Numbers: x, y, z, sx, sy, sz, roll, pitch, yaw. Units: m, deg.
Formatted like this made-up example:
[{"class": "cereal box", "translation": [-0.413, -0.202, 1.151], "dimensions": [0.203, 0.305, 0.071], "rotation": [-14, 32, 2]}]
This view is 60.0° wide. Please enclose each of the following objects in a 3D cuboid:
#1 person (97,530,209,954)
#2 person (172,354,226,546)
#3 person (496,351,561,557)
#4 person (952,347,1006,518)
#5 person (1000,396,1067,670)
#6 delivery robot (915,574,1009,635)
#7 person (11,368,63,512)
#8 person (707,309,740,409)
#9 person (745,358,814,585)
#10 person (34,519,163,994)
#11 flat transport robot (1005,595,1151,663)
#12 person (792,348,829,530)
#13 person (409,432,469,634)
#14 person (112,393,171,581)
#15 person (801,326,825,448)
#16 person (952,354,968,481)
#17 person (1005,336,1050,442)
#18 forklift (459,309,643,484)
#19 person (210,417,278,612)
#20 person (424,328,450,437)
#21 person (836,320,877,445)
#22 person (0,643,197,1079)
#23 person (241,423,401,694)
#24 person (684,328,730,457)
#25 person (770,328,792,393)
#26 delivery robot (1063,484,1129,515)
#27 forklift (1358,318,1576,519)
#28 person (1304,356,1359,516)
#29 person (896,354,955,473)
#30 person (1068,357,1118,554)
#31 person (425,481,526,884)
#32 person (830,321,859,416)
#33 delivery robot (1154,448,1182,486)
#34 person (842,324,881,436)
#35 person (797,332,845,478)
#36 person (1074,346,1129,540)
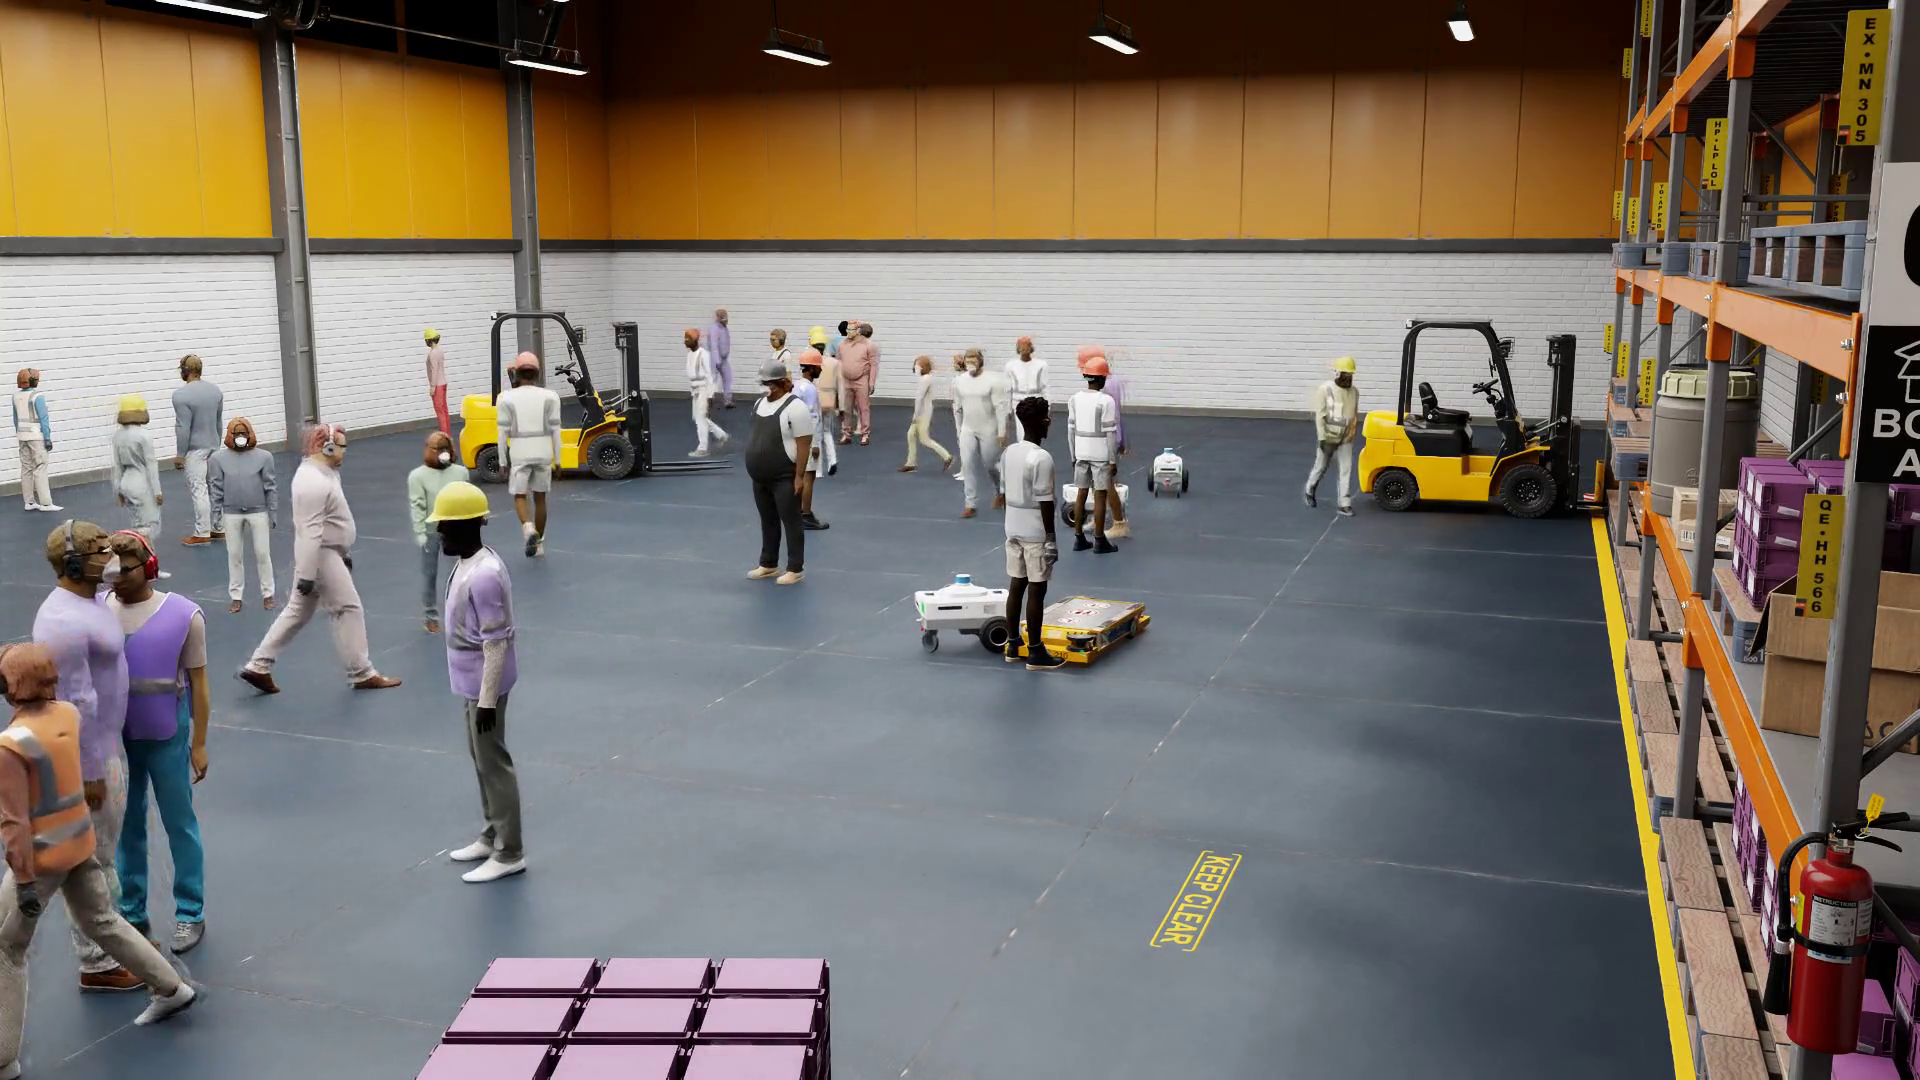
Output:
[{"class": "person", "translation": [-3.495, 0.858, 7.152], "dimensions": [0.563, 1.841, 0.390], "rotation": [0, 10, 2]}, {"class": "person", "translation": [-7.697, -0.907, 16.816], "dimensions": [0.373, 1.940, 0.628], "rotation": [3, 10, 14]}, {"class": "person", "translation": [-4.114, -0.793, 15.958], "dimensions": [0.600, 2.018, 0.647], "rotation": [-4, 11, -19]}, {"class": "person", "translation": [0.259, -1.230, 18.737], "dimensions": [0.676, 1.902, 0.902], "rotation": [5, 11, 24]}, {"class": "person", "translation": [0.517, -0.055, 11.936], "dimensions": [0.366, 1.966, 0.607], "rotation": [-6, 12, -29]}, {"class": "delivery robot", "translation": [0.023, 0.502, 12.514], "dimensions": [0.707, 0.478, 0.477], "rotation": [-1, 10, -8]}, {"class": "person", "translation": [-10.541, -1.134, 18.928], "dimensions": [0.514, 1.642, 0.310], "rotation": [5, 11, 24]}, {"class": "person", "translation": [-4.421, -3.316, 30.609], "dimensions": [0.836, 1.862, 0.666], "rotation": [3, 11, 18]}, {"class": "person", "translation": [-1.670, -0.620, 14.912], "dimensions": [0.688, 2.000, 0.536], "rotation": [9, 14, 42]}, {"class": "person", "translation": [-3.509, 0.880, 6.802], "dimensions": [0.418, 1.939, 0.638], "rotation": [-4, 11, -22]}, {"class": "flat transport robot", "translation": [0.920, 0.661, 12.682], "dimensions": [0.652, 0.197, 1.431], "rotation": [5, 11, 24]}, {"class": "person", "translation": [-1.599, -1.078, 17.791], "dimensions": [0.378, 1.932, 0.551], "rotation": [-4, 11, -23]}, {"class": "person", "translation": [-3.966, -0.025, 12.820], "dimensions": [0.506, 1.598, 0.815], "rotation": [-8, 13, -37]}, {"class": "person", "translation": [-7.369, -0.445, 14.807], "dimensions": [0.492, 1.724, 0.615], "rotation": [6, 12, 30]}, {"class": "person", "translation": [-2.159, -2.295, 24.959], "dimensions": [0.403, 1.822, 0.588], "rotation": [3, 10, 15]}, {"class": "person", "translation": [0.047, -1.588, 21.491], "dimensions": [0.311, 1.639, 0.521], "rotation": [-1, 10, -4]}, {"class": "person", "translation": [0.883, -1.751, 21.827], "dimensions": [0.589, 1.853, 0.820], "rotation": [0, 10, -2]}, {"class": "forklift", "translation": [-5.354, -1.902, 21.697], "dimensions": [2.313, 2.155, 1.214], "rotation": [-2, 10, -13]}, {"class": "person", "translation": [-5.915, -0.208, 13.773], "dimensions": [0.505, 1.629, 0.279], "rotation": [-3, 11, -16]}, {"class": "person", "translation": [-8.028, -2.356, 25.468], "dimensions": [0.328, 1.765, 0.527], "rotation": [0, 10, -2]}, {"class": "person", "translation": [-1.597, -2.381, 25.215], "dimensions": [0.651, 1.904, 0.403], "rotation": [3, 11, 17]}, {"class": "person", "translation": [-3.314, 1.154, 6.142], "dimensions": [0.713, 1.606, 0.576], "rotation": [-1, 10, -5]}, {"class": "person", "translation": [-4.380, 0.139, 11.196], "dimensions": [0.974, 1.860, 0.649], "rotation": [-5, 11, -25]}, {"class": "person", "translation": [-3.645, -2.129, 23.951], "dimensions": [0.667, 1.860, 0.589], "rotation": [-7, 12, -34]}, {"class": "person", "translation": [-2.583, -2.104, 23.823], "dimensions": [0.345, 1.846, 0.508], "rotation": [-6, 12, -32]}, {"class": "delivery robot", "translation": [1.473, -0.483, 18.058], "dimensions": [0.707, 0.478, 0.477], "rotation": [0, 10, 1]}, {"class": "forklift", "translation": [5.787, -1.437, 19.079], "dimensions": [2.313, 2.155, 1.214], "rotation": [3, 11, 19]}, {"class": "person", "translation": [4.238, -1.202, 18.895], "dimensions": [0.593, 1.796, 0.877], "rotation": [-3, 11, -18]}, {"class": "person", "translation": [-0.449, -1.666, 22.064], "dimensions": [0.732, 1.605, 0.497], "rotation": [-1, 10, -4]}, {"class": "person", "translation": [1.330, -0.836, 16.414], "dimensions": [0.551, 1.936, 0.356], "rotation": [9, 13, 40]}, {"class": "person", "translation": [-2.315, 0.673, 7.950], "dimensions": [0.381, 1.924, 0.593], "rotation": [-4, 11, -23]}, {"class": "person", "translation": [-2.035, -3.024, 29.420], "dimensions": [0.535, 1.697, 0.318], "rotation": [4, 11, 19]}, {"class": "delivery robot", "translation": [2.540, -0.878, 20.286], "dimensions": [0.477, 0.478, 0.707], "rotation": [1, 10, 7]}, {"class": "person", "translation": [-1.604, -2.523, 26.347], "dimensions": [0.698, 1.788, 0.826], "rotation": [1, 10, 8]}, {"class": "person", "translation": [-1.832, -1.754, 21.684], "dimensions": [0.600, 1.906, 0.430], "rotation": [-6, 11, -28]}, {"class": "person", "translation": [1.416, -0.988, 17.100], "dimensions": [0.760, 1.998, 0.662], "rotation": [5, 11, 26]}]
